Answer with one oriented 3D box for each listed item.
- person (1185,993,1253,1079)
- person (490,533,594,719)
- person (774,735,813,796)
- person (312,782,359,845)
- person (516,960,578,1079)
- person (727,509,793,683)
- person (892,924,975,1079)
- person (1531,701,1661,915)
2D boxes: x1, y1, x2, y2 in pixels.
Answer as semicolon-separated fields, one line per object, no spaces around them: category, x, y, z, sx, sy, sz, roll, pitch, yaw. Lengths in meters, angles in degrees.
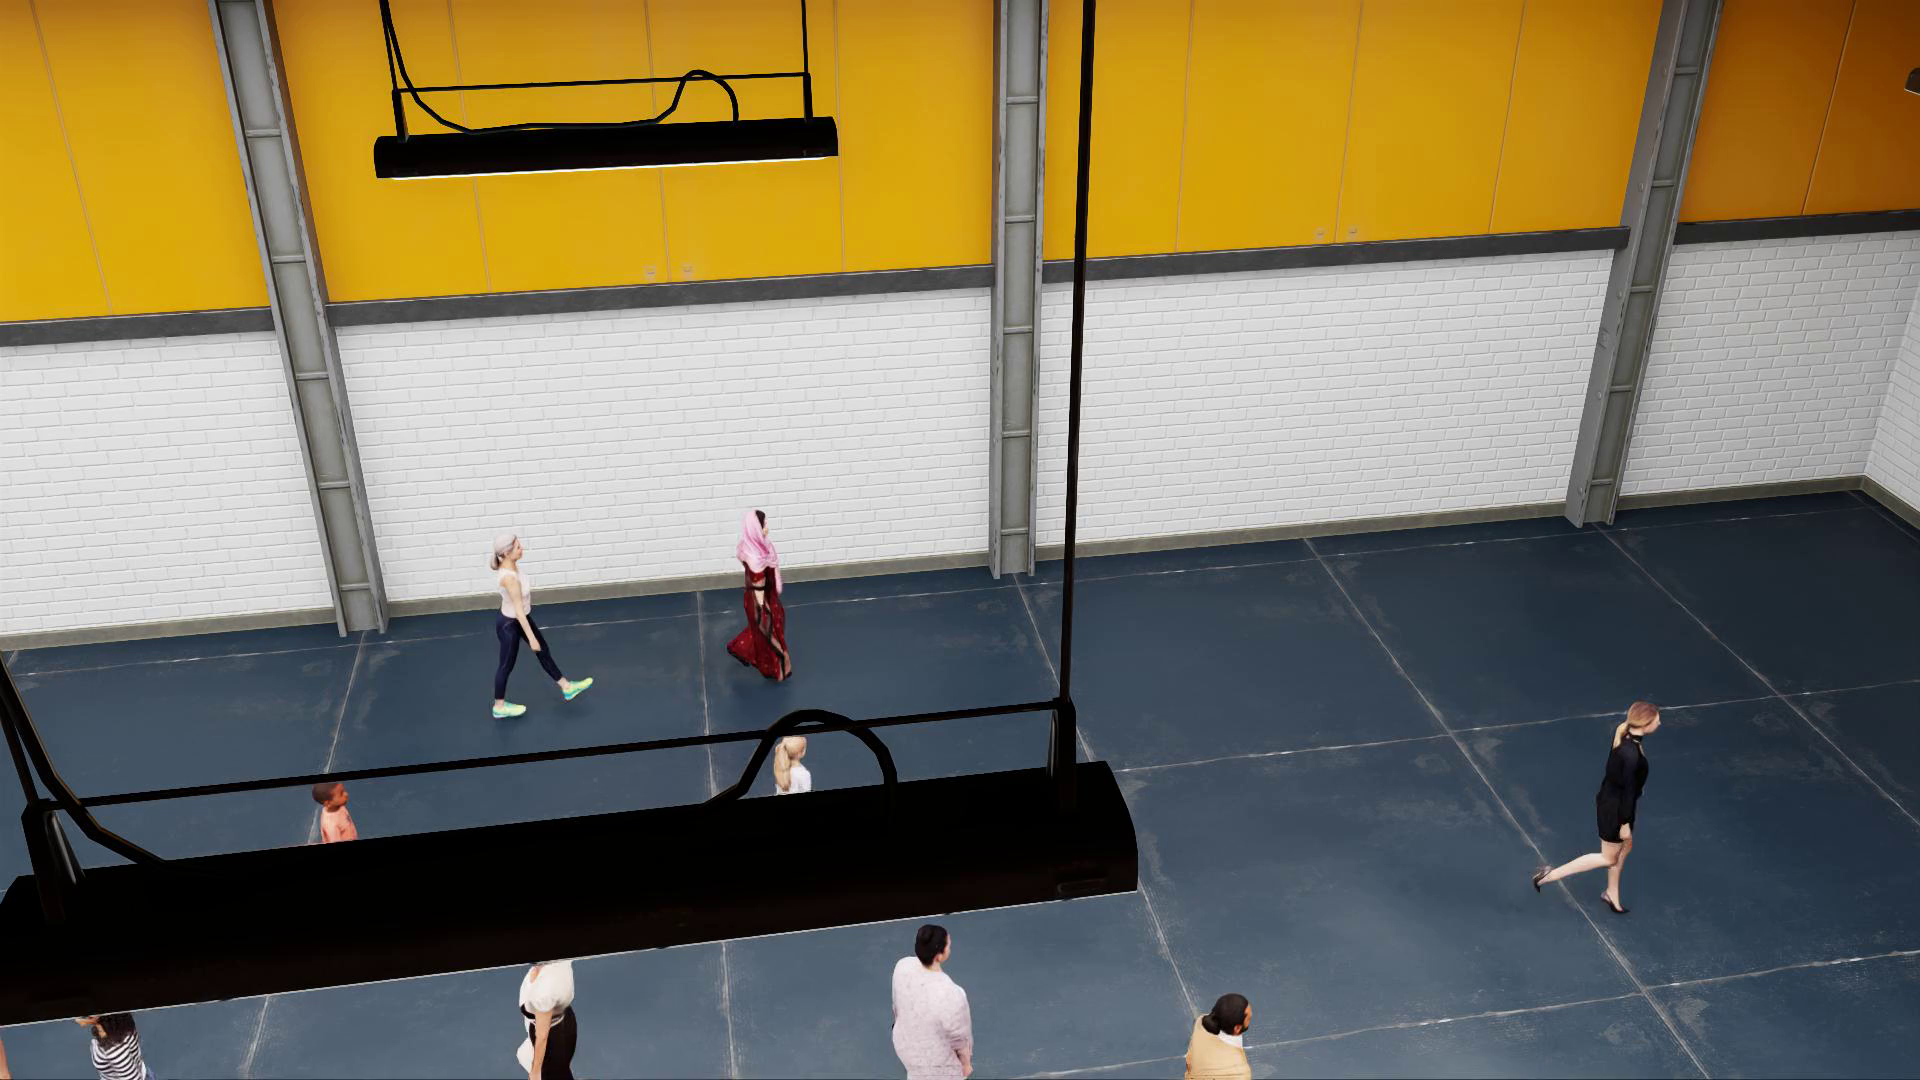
person;1.302;3.140;8.984;0.752;1.740;0.727;-8;30;-14
person;-3.699;0.729;13.477;1.071;1.671;0.665;-7;29;-12
person;-1.216;1.923;11.707;0.607;1.269;0.658;25;37;38
person;-4.246;2.162;11.245;0.778;1.293;0.537;-3;29;-6
person;-2.230;2.856;9.500;0.658;1.744;0.684;-2;29;-4
person;-1.734;0.480;13.981;0.837;1.625;0.723;1;29;1
person;-0.234;2.921;9.422;1.230;1.705;1.038;-21;35;-34
person;4.387;1.860;11.324;1.031;1.747;0.793;5;29;9
